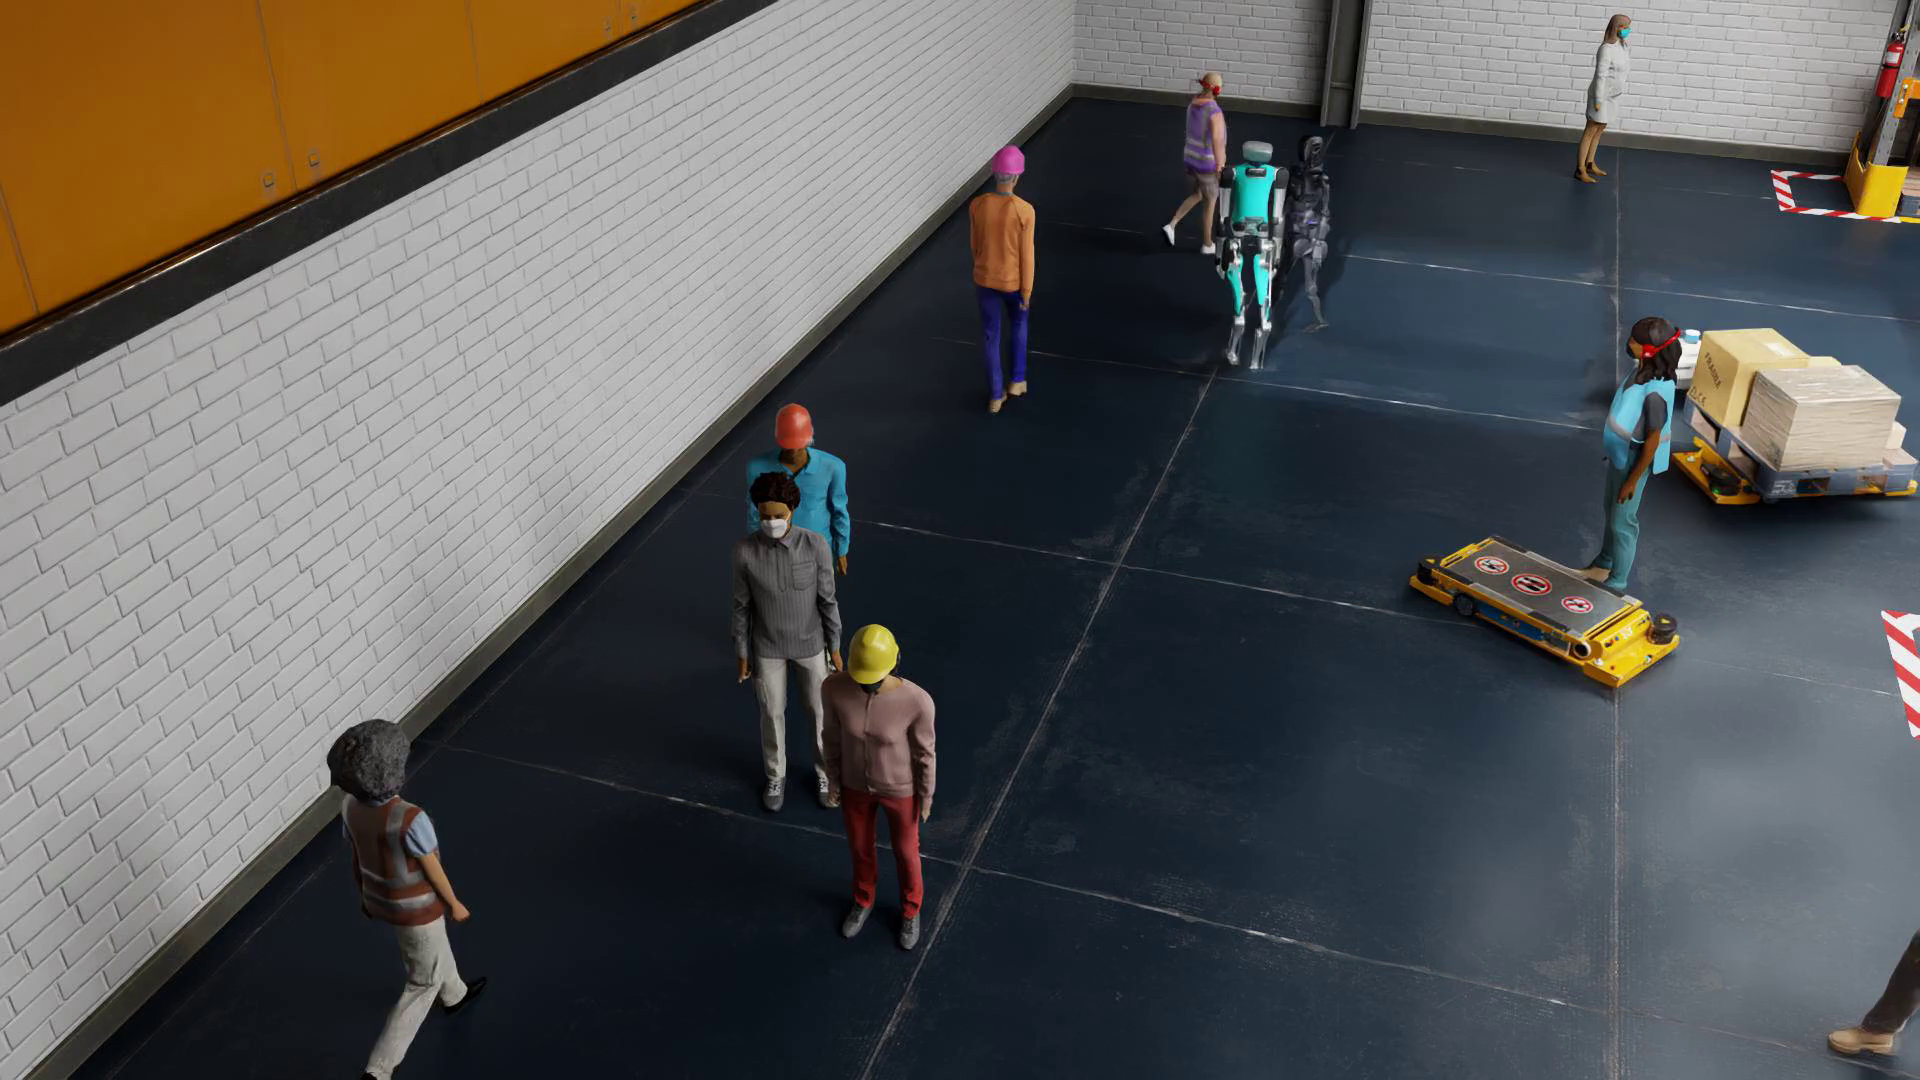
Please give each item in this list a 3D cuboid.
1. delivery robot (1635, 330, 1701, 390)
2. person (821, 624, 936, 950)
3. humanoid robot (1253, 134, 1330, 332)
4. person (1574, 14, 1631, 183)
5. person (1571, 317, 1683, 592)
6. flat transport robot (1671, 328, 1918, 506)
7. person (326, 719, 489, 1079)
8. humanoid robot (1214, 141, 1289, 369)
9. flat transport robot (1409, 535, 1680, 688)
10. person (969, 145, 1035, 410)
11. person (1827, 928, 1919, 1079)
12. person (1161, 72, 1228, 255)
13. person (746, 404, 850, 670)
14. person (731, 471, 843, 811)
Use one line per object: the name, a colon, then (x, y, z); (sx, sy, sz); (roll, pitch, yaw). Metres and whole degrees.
delivery robot: (5.480, -1.286, 12.546); (0.814, 0.610, 0.499); (-4, 31, -7)
person: (-0.358, 1.095, 7.305); (0.517, 1.752, 0.369); (9, 32, 15)
humanoid robot: (2.757, -2.446, 13.426); (0.614, 1.637, 0.599); (-15, 34, -24)
person: (6.556, -4.483, 16.877); (0.340, 1.660, 0.486); (24, 38, 34)
person: (3.943, -0.444, 9.801); (0.389, 1.870, 0.527); (5, 31, 8)
flat transport robot: (5.755, -0.504, 11.482); (1.431, 0.231, 0.659); (-3, 31, -5)
person: (-2.283, 1.477, 6.733); (0.440, 1.655, 0.761); (18, 35, 27)
humanoid robot: (2.228, -2.077, 12.730); (0.535, 1.789, 0.800); (0, 30, 0)
flat transport robot: (3.485, 0.387, 9.966); (0.659, 0.231, 1.431); (-23, 37, -34)
person: (0.320, -1.934, 12.255); (0.499, 1.955, 0.619); (6, 31, 10)
person: (3.987, 1.547, 6.526); (0.565, 1.749, 0.491); (9, 32, 15)
person: (2.175, -3.359, 14.944); (0.555, 1.679, 0.516); (-13, 33, -21)
person: (-0.877, 0.043, 9.099); (0.561, 1.744, 0.353); (-1, 30, -1)
person: (-0.848, 0.498, 8.185); (0.542, 1.892, 0.391); (-1, 30, -2)
